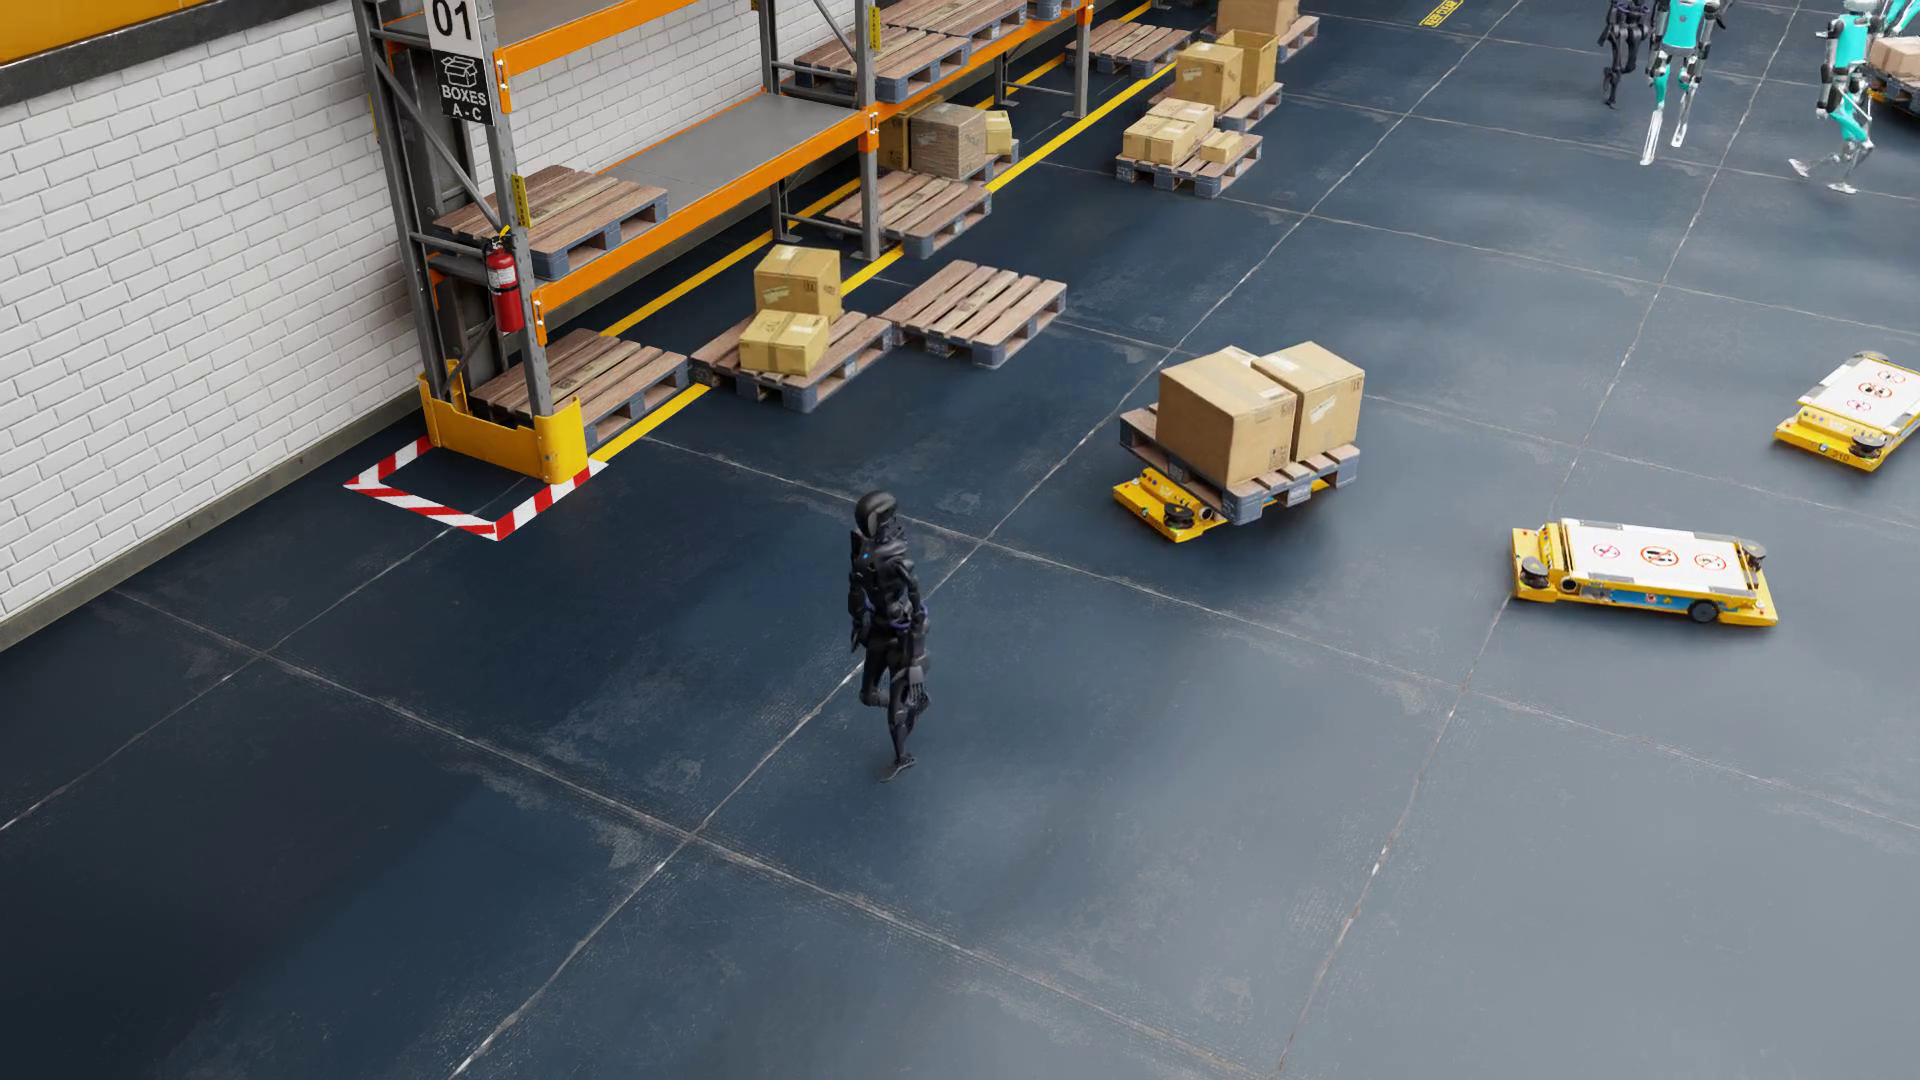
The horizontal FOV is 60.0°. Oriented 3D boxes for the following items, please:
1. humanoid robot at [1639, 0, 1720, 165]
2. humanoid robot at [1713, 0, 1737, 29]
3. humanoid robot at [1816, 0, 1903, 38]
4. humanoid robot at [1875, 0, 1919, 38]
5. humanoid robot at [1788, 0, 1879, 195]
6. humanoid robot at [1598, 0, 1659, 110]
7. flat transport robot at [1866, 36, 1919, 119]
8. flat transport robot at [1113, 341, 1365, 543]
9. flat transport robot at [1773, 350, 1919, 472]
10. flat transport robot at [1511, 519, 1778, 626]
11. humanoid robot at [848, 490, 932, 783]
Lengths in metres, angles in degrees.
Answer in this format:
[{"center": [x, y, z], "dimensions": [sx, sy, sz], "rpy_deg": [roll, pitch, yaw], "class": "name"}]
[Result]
[{"center": [6.772, -4.455, 15.589], "dimensions": [0.530, 1.776, 0.995], "rpy_deg": [22, 39, 29], "class": "humanoid robot"}, {"center": [8.731, -6.628, 18.901], "dimensions": [0.609, 1.650, 0.379], "rpy_deg": [25, 41, 32], "class": "humanoid robot"}, {"center": [10.223, -6.308, 18.394], "dimensions": [1.020, 1.762, 0.545], "rpy_deg": [28, 42, 35], "class": "humanoid robot"}, {"center": [9.942, -5.721, 17.505], "dimensions": [0.924, 1.787, 0.550], "rpy_deg": [-27, 42, -34], "class": "humanoid robot"}, {"center": [7.883, -3.845, 14.648], "dimensions": [0.545, 1.729, 1.042], "rpy_deg": [-14, 36, -21], "class": "humanoid robot"}, {"center": [6.736, -5.246, 16.814], "dimensions": [0.601, 1.633, 0.582], "rpy_deg": [-5, 34, -8], "class": "humanoid robot"}, {"center": [9.873, -4.367, 16.755], "dimensions": [0.659, 0.231, 1.431], "rpy_deg": [-5, 34, -8], "class": "flat transport robot"}, {"center": [1.756, -0.405, 10.761], "dimensions": [1.431, 0.231, 0.659], "rpy_deg": [-20, 38, -27], "class": "flat transport robot"}, {"center": [6.287, -0.911, 11.526], "dimensions": [1.431, 0.231, 0.659], "rpy_deg": [-28, 43, -35], "class": "flat transport robot"}, {"center": [4.042, 0.182, 9.873], "dimensions": [1.431, 0.231, 0.659], "rpy_deg": [7, 34, 10], "class": "flat transport robot"}, {"center": [-0.278, 0.454, 8.193], "dimensions": [0.469, 1.641, 0.593], "rpy_deg": [-25, 41, -33], "class": "humanoid robot"}]
